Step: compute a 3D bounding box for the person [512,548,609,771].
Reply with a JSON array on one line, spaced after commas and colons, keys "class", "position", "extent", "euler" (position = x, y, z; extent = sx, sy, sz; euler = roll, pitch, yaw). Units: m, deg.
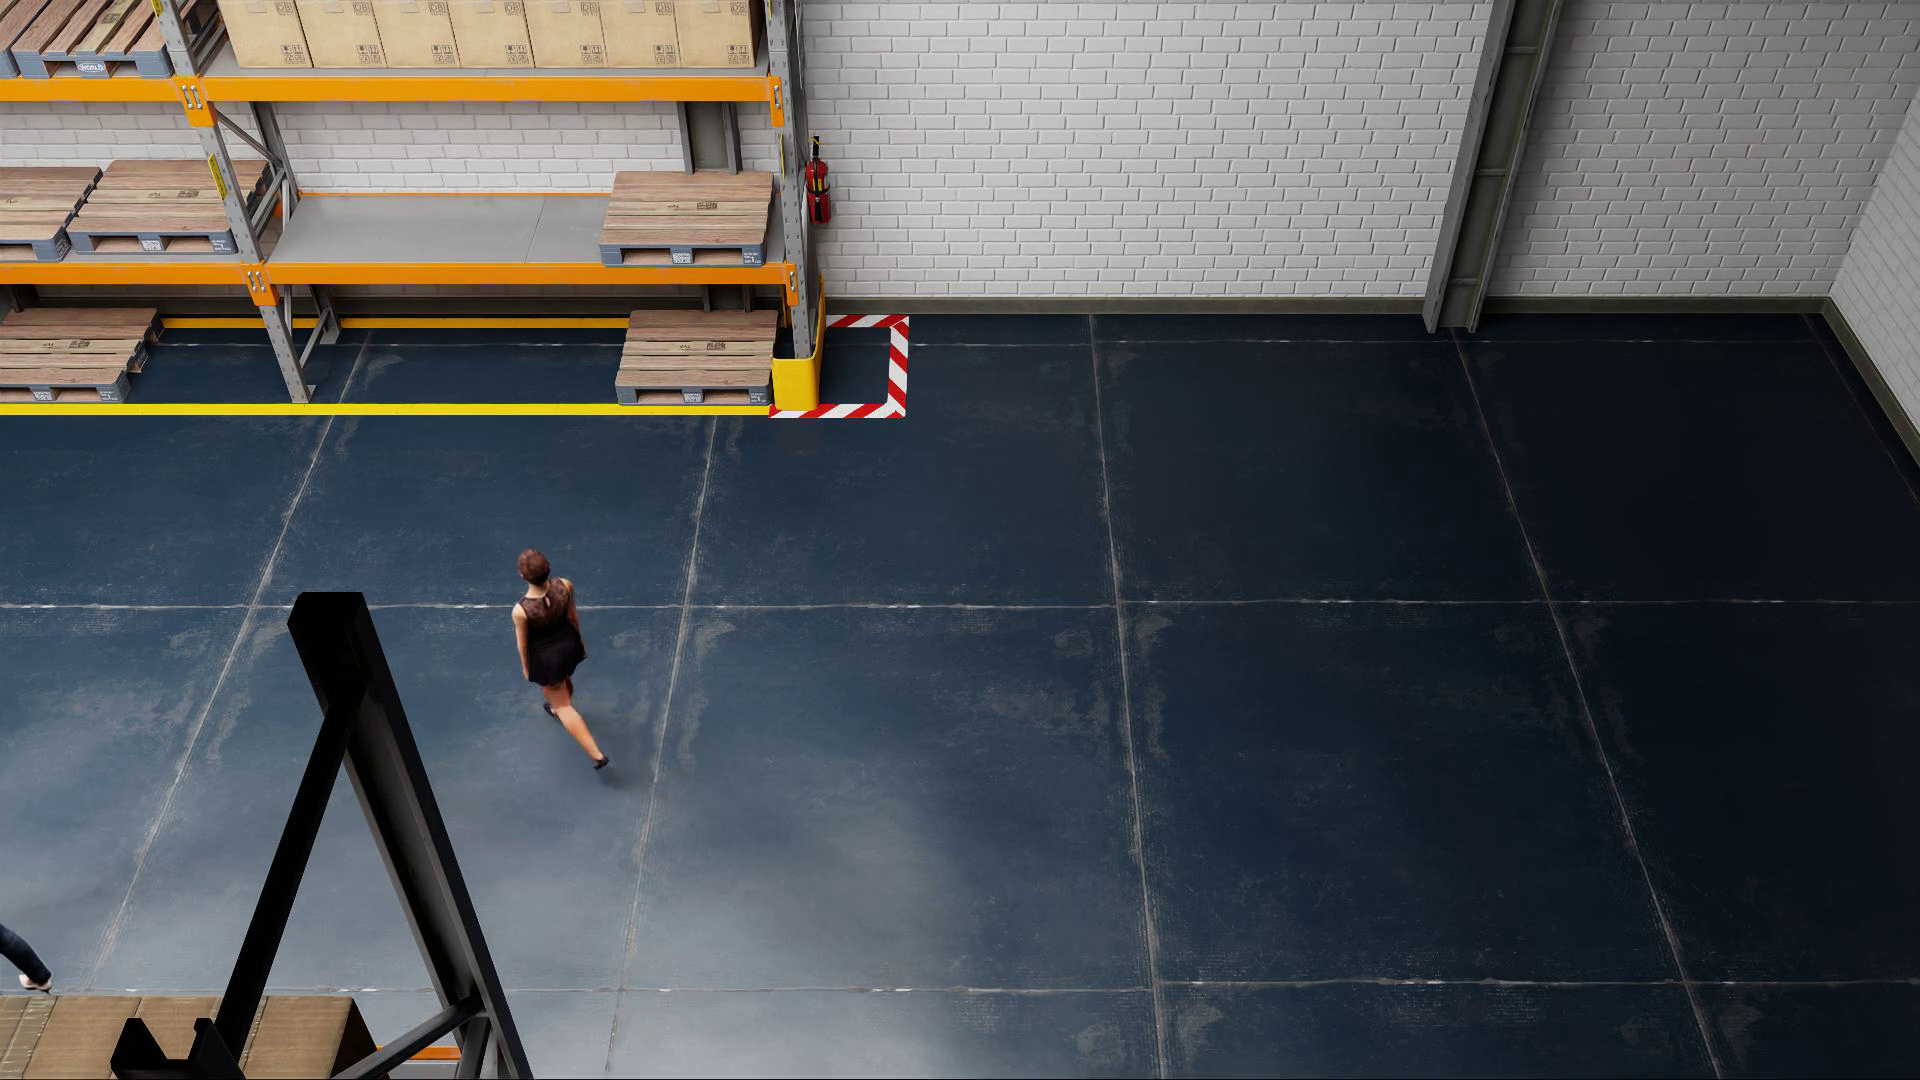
[{"class": "person", "position": [-2.408, 0.728, 10.038], "extent": [1.020, 1.650, 1.073], "euler": [-34, 53, -31]}]
